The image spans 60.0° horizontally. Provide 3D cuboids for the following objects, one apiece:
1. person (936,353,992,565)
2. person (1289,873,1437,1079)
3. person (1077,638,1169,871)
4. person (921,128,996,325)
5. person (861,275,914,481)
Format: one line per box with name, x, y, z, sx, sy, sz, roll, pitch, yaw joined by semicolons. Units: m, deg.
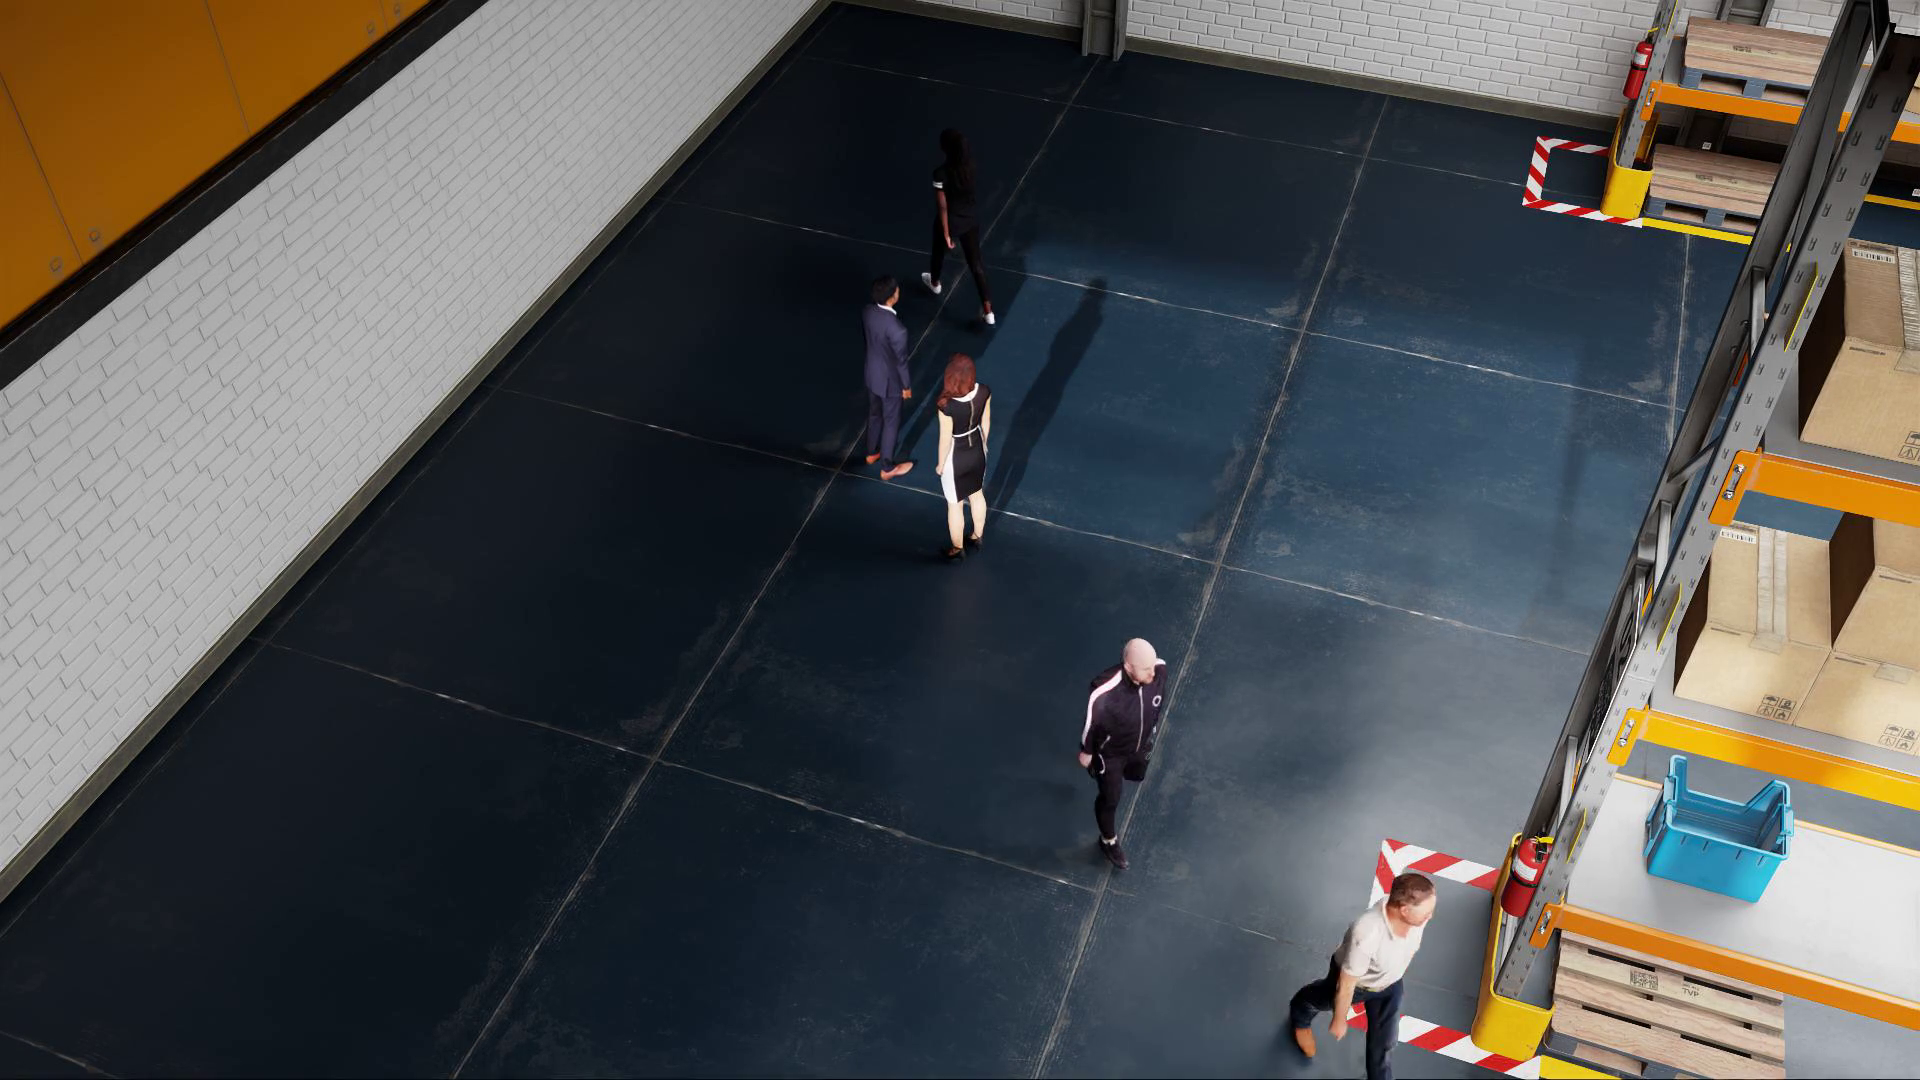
person;0.024;-0.559;11.496;0.649;1.798;0.660;-27;50;-25
person;2.028;2.190;8.613;1.250;1.794;1.288;-15;46;-16
person;0.874;1.121;9.724;1.058;1.810;1.150;-22;48;-21
person;0.037;-2.541;13.657;1.128;1.686;1.252;-21;48;-21
person;-0.563;-1.194;12.218;0.764;1.720;0.656;-27;50;-25
